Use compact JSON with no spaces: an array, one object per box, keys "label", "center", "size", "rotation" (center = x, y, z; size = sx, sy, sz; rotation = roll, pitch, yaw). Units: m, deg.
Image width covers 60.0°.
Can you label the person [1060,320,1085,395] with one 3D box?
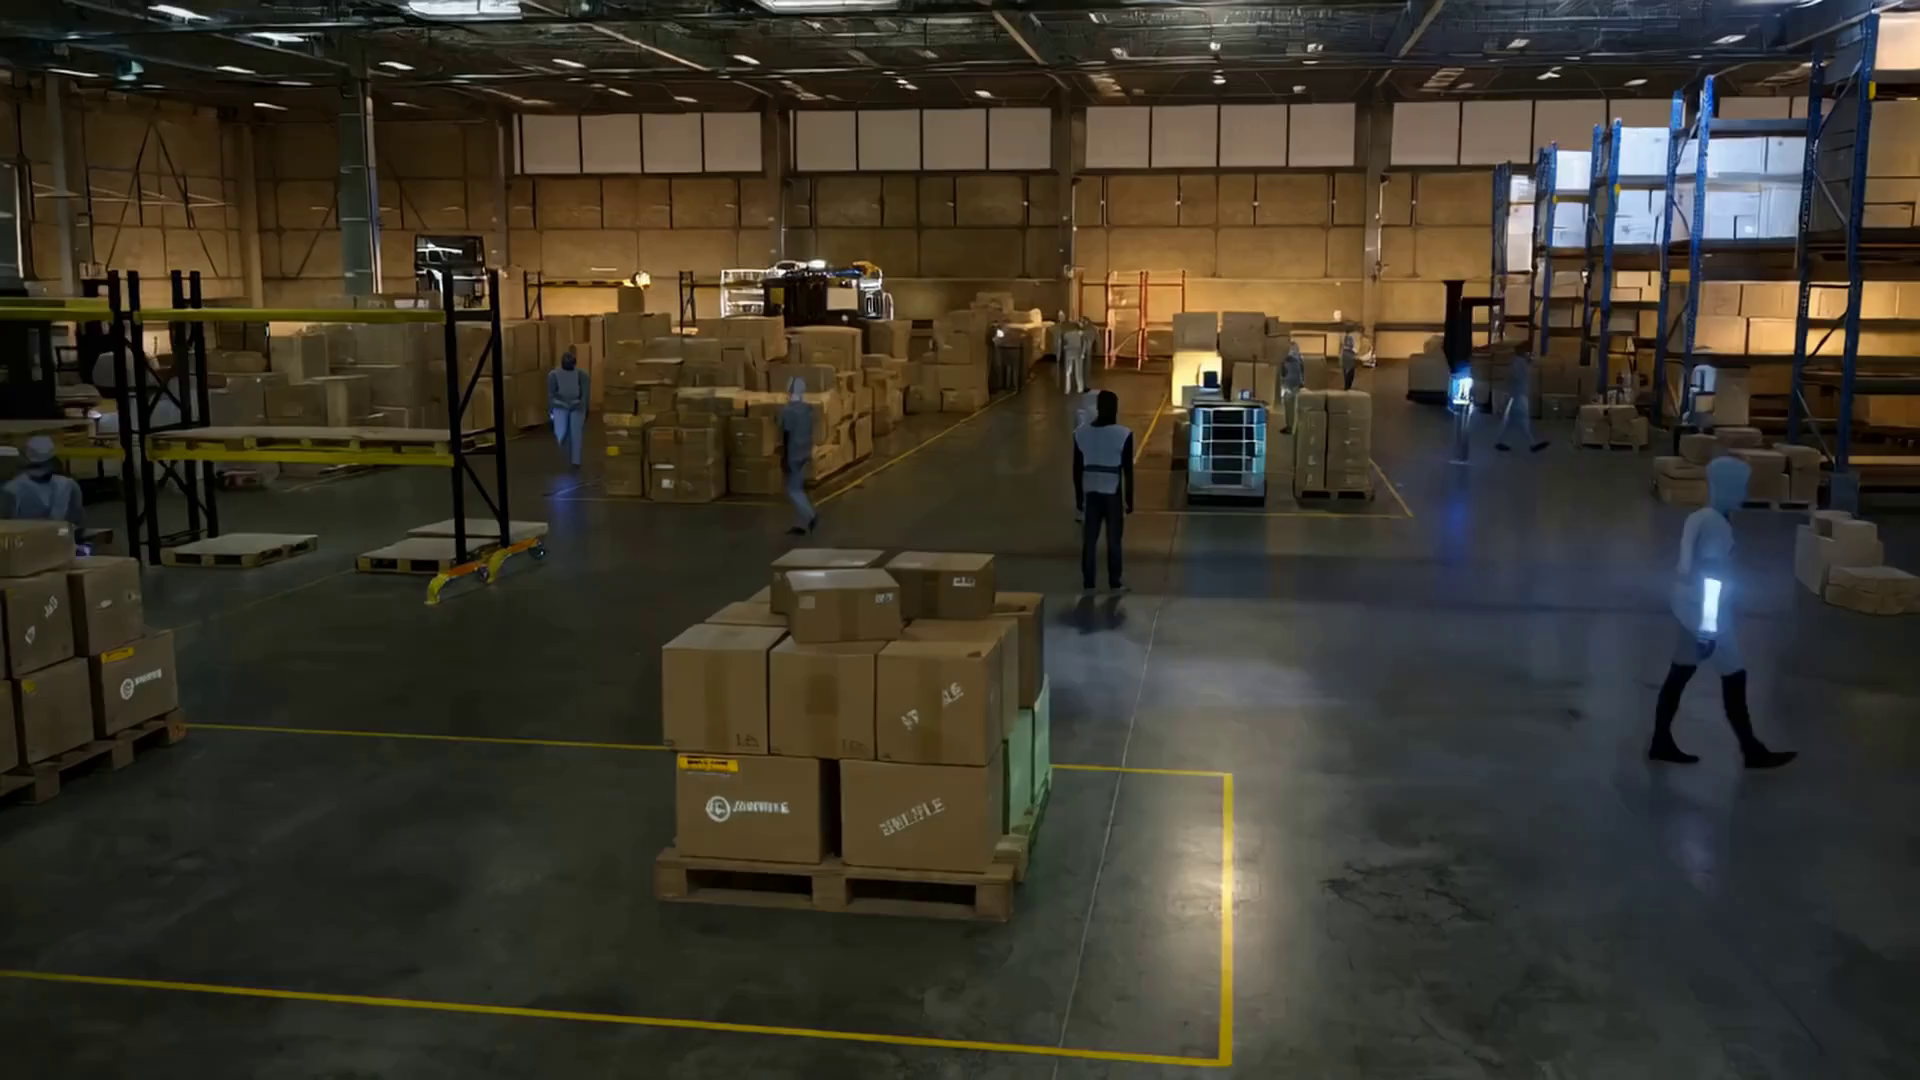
[{"label":"person","center":[2.720,-4.443,40.522],"size":[0.627,1.839,0.429],"rotation":[-2,9,-11]}]

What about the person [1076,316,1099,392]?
[{"label":"person","center":[3.166,-4.666,41.778],"size":[0.634,1.890,0.999],"rotation":[-1,9,-9]}]

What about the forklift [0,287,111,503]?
[{"label":"forklift","center":[-12.097,-1.815,21.107],"size":[1.129,2.768,1.873],"rotation":[8,12,40]}]

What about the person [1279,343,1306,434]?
[{"label":"person","center":[6.191,-2.826,31.002],"size":[0.537,1.689,0.324],"rotation":[-4,10,-24]}]

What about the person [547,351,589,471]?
[{"label":"person","center":[-5.985,-1.982,25.422],"size":[0.627,1.816,0.804],"rotation":[-2,9,-10]}]

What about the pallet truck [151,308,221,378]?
[{"label":"pallet truck","center":[-21.869,-5.598,47.154],"size":[0.823,1.965,1.885],"rotation":[4,10,26]}]

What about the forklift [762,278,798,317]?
[{"label":"forklift","center":[-4.573,-5.284,42.502],"size":[1.129,2.768,1.873],"rotation":[-8,12,-40]}]

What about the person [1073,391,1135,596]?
[{"label":"person","center":[1.342,-0.429,15.526],"size":[0.595,1.915,0.371],"rotation":[4,10,26]}]

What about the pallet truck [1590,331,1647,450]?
[{"label":"pallet truck","center":[11.253,-2.573,28.499],"size":[0.823,1.965,1.885],"rotation":[5,10,27]}]

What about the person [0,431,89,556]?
[{"label":"person","center":[-6.403,0.190,11.712],"size":[0.416,1.921,0.597],"rotation":[8,12,39]}]

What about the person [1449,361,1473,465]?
[{"label":"person","center":[7.854,-1.983,25.997],"size":[0.314,1.632,0.518],"rotation":[0,9,-2]}]

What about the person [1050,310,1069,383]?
[{"label":"person","center":[2.731,-5.204,44.775],"size":[0.640,1.978,0.528],"rotation":[-1,9,-8]}]

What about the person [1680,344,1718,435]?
[{"label":"person","center":[11.272,-2.035,25.419],"size":[0.565,1.913,0.671],"rotation":[-5,10,-27]}]

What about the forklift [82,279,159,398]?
[{"label":"forklift","center":[-20.071,-4.732,39.101],"size":[1.873,2.768,1.129],"rotation":[1,9,9]}]

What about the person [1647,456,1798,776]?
[{"label":"person","center":[4.636,0.458,9.995],"size":[0.912,1.927,0.638],"rotation":[1,9,8]}]

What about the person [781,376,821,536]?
[{"label":"person","center":[-1.785,-0.937,18.887],"size":[0.529,1.852,0.698],"rotation":[-8,12,-41]}]

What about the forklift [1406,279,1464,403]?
[{"label":"forklift","center":[11.210,-4.536,37.890],"size":[1.873,2.768,1.129],"rotation":[2,9,12]}]

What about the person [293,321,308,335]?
[{"label":"person","center":[-14.771,-3.988,37.409],"size":[0.372,1.940,0.631],"rotation":[0,9,0]}]

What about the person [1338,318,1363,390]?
[{"label":"person","center":[9.501,-4.460,40.484],"size":[0.565,1.883,0.992],"rotation":[0,9,2]}]

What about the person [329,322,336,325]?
[{"label":"person","center":[-17.808,-5.455,47.283],"size":[0.530,1.670,0.783],"rotation":[-6,11,-32]}]

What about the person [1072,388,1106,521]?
[{"label":"person","center":[1.642,-1.036,20.199],"size":[0.598,1.621,0.529],"rotation":[6,11,32]}]

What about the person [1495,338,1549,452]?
[{"label":"person","center":[9.440,-2.407,27.797],"size":[0.992,1.889,0.651],"rotation":[6,11,32]}]
